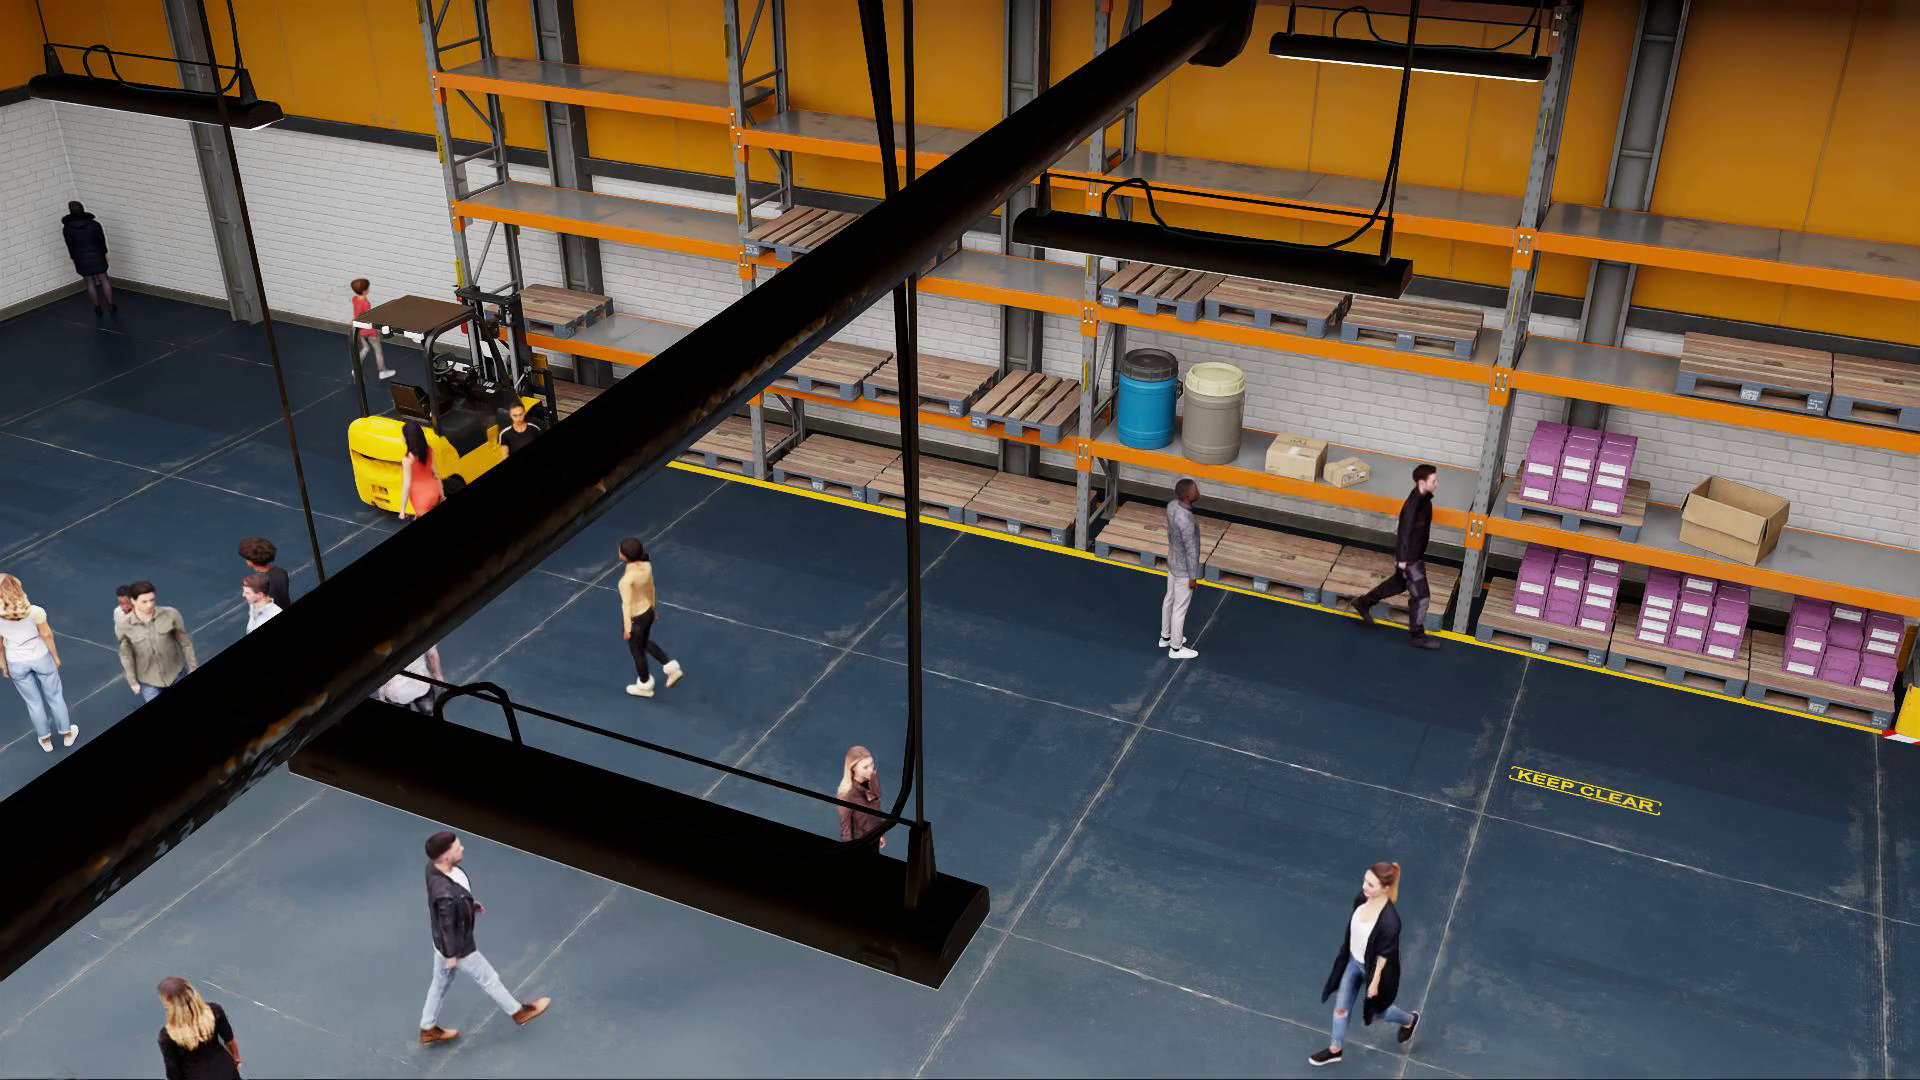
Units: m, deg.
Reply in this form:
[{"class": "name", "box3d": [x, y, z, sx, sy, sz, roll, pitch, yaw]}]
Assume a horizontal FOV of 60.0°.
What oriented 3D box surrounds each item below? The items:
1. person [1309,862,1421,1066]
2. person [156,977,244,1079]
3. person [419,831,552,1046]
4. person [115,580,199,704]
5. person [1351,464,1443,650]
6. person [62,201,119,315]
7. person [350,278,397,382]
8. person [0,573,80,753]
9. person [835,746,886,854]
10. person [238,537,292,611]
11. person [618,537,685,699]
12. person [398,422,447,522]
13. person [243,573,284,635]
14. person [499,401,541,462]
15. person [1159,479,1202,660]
[{"class": "person", "box3d": [2.809, 2.846, 11.103, 1.092, 1.663, 1.063, -11, 31, -20]}, {"class": "person", "box3d": [-4.546, 3.380, 10.144, 0.816, 1.642, 1.022, -24, 37, -37]}, {"class": "person", "box3d": [-3.486, 2.723, 11.185, 1.162, 1.800, 1.169, -14, 32, -24]}, {"class": "person", "box3d": [-6.774, 1.106, 14.103, 0.939, 1.844, 1.036, -19, 34, -31]}, {"class": "person", "box3d": [4.228, 0.128, 15.858, 1.149, 1.880, 0.701, 11, 31, 20]}, {"class": "person", "box3d": [-12.382, -4.015, 23.668, 0.835, 1.674, 0.893, -13, 31, -22]}, {"class": "person", "box3d": [-7.735, -2.716, 21.570, 0.753, 1.402, 0.676, 19, 34, 31]}, {"class": "person", "box3d": [-8.001, 1.056, 14.321, 0.711, 1.723, 0.746, -13, 31, -23]}, {"class": "person", "box3d": [-0.734, 2.219, 12.208, 0.539, 1.705, 0.628, 17, 33, 28]}, {"class": "person", "box3d": [-6.002, 0.798, 14.747, 0.673, 1.767, 0.686, 9, 30, 17]}, {"class": "person", "box3d": [-2.821, 0.720, 15.015, 0.803, 1.649, 0.630, 9, 30, 16]}, {"class": "person", "box3d": [-5.387, -0.368, 16.993, 1.154, 1.664, 0.699, 9, 30, 16]}, {"class": "person", "box3d": [-5.794, 1.079, 14.147, 0.582, 1.848, 0.762, 22, 35, 34]}, {"class": "person", "box3d": [-4.611, -0.714, 17.623, 0.647, 1.669, 0.694, -12, 31, -21]}, {"class": "person", "box3d": [2.074, 0.249, 15.678, 0.784, 1.839, 0.754, -7, 29, -13]}]
